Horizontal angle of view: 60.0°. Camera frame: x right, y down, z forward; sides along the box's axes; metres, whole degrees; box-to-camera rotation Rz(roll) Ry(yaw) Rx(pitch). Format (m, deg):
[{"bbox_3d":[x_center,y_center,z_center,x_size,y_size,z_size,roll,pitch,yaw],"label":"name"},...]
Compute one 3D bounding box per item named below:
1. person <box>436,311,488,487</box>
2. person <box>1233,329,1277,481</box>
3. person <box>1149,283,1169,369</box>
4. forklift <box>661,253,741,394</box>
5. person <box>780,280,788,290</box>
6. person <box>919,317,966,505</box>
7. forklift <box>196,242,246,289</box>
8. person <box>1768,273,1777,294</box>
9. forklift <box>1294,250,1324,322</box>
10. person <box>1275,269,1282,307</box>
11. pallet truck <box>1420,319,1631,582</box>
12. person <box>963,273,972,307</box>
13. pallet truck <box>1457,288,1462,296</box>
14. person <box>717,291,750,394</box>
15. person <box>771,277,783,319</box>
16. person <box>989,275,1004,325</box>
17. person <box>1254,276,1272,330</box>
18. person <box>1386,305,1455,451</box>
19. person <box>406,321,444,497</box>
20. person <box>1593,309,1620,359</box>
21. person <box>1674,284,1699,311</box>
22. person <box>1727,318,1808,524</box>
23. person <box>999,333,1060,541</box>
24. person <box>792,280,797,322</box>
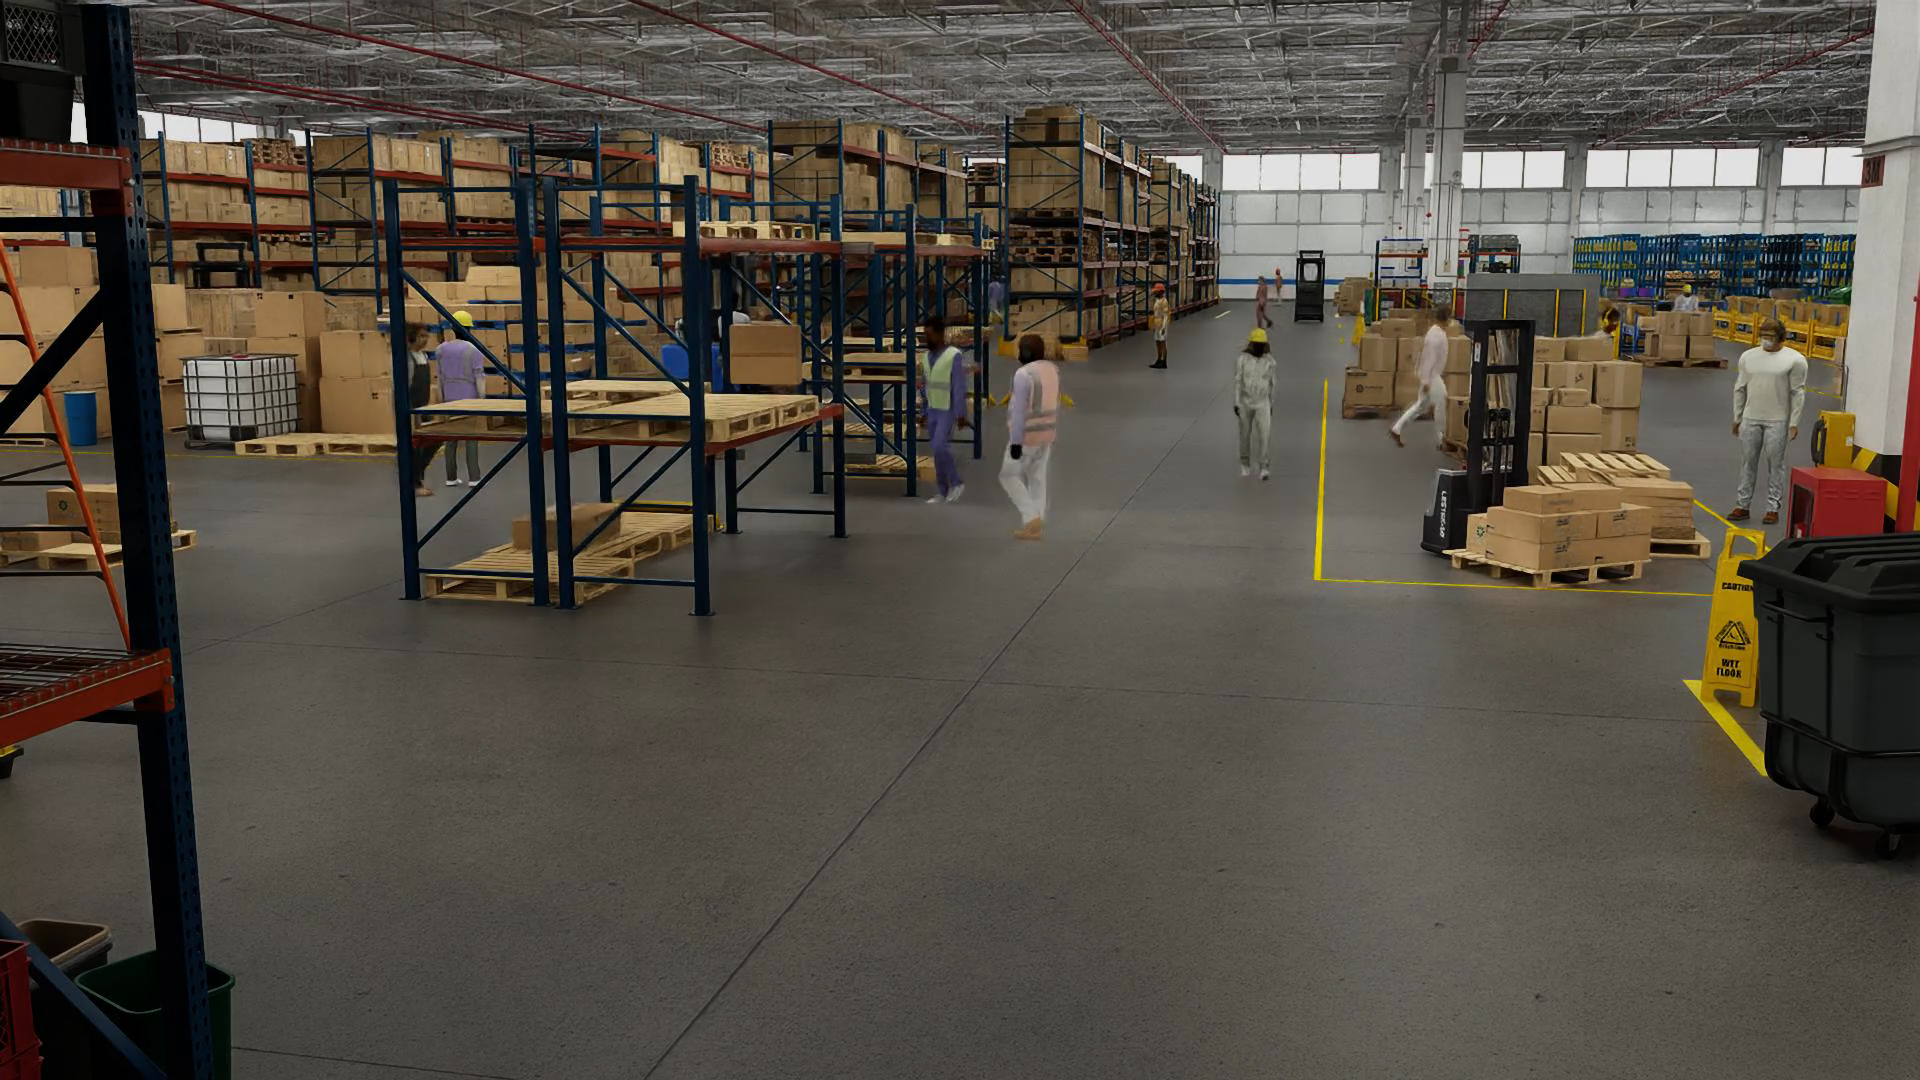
[{"bbox_3d":[-5.418,-1.532,18.142,0.585,1.918,0.409,3,10,16],"label":"person"},{"bbox_3d":[3.324,-1.525,18.751,0.491,1.694,0.914,1,10,5],"label":"person"},{"bbox_3d":[4.526,-4.854,37.738,0.378,1.938,0.547,-3,10,-15],"label":"person"},{"bbox_3d":[-4.149,-3.593,27.481,1.129,2.768,1.873,2,10,12],"label":"forklift"},{"bbox_3d":[-6.971,-9.456,65.216,0.996,1.859,0.614,8,13,40],"label":"person"},{"bbox_3d":[-0.194,-1.293,16.759,0.455,1.898,0.615,-8,12,-39],"label":"person"},{"bbox_3d":[-15.618,-4.919,35.336,1.129,2.768,1.873,-4,10,-21],"label":"forklift"},{"bbox_3d":[40.945,-12.568,83.799,0.574,1.816,0.852,1,10,6],"label":"person"},{"bbox_3d":[13.778,-10.002,65.433,1.129,2.768,1.873,2,10,12],"label":"forklift"},{"bbox_3d":[16.677,-13.216,87.132,0.415,1.985,0.611,1,10,7],"label":"person"},{"bbox_3d":[4.543,-0.757,13.299,0.823,1.965,1.885,-4,10,-22],"label":"pallet truck"},{"bbox_3d":[0.390,-12.213,81.657,0.587,1.822,0.403,4,10,20],"label":"person"},{"bbox_3d":[20.506,-9.785,68.819,0.653,1.274,1.630,2,10,12],"label":"pallet truck"},{"bbox_3d":[-3.625,-2.989,26.604,0.361,1.965,0.613,9,13,44],"label":"person"},{"bbox_3d":[-5.961,-7.587,53.988,0.392,1.916,0.592,-3,10,-19],"label":"person"},{"bbox_3d":[1.341,-9.084,62.919,0.946,1.901,0.627,8,12,39],"label":"person"},{"bbox_3d":[10.508,-8.218,57.785,0.495,1.891,0.667,5,11,27],"label":"person"},{"bbox_3d":[6.055,-2.100,21.603,0.968,1.894,0.670,3,10,18],"label":"person"},{"bbox_3d":[-5.640,-1.350,17.313,0.398,1.834,0.527,3,10,15],"label":"person"},{"bbox_3d":[8.276,-2.078,21.583,0.533,1.845,0.679,-8,13,-41],"label":"person"},{"bbox_3d":[19.258,-5.853,44.047,0.609,1.796,0.824,3,10,15],"label":"person"},{"bbox_3d":[7.567,-1.115,15.612,0.372,1.934,0.627,-9,13,-44],"label":"person"},{"bbox_3d":[0.621,-0.883,14.541,0.447,1.830,0.661,7,12,34],"label":"person"},{"bbox_3d":[-6.446,-9.419,65.513,0.637,1.671,0.553,8,13,41],"label":"person"}]
